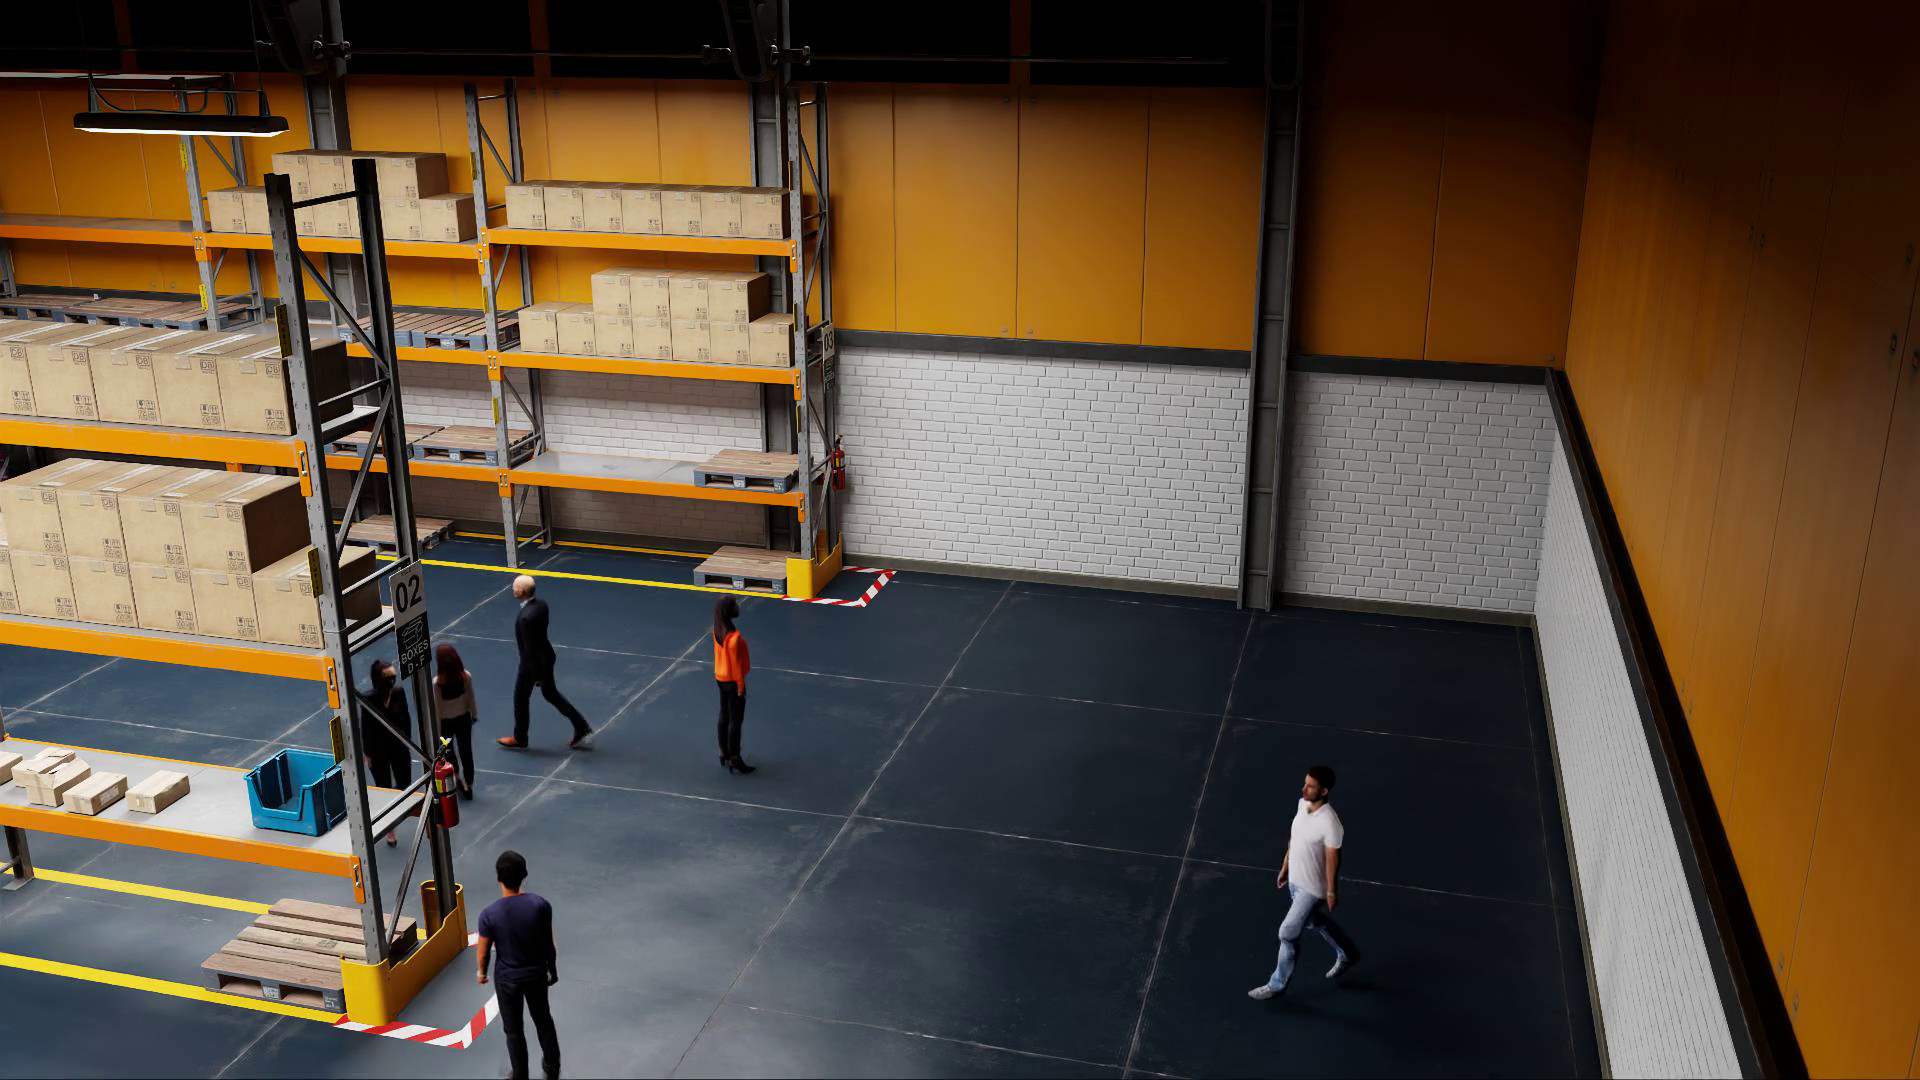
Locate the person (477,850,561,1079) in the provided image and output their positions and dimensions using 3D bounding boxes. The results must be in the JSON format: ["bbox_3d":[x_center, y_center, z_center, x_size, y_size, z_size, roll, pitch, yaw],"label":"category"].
[{"bbox_3d":[-2.894,2.884,10.934,0.757,1.785,0.815,-11,21,-29],"label":"person"}]

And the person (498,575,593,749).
[{"bbox_3d":[-3.988,1.187,15.974,1.166,1.785,0.712,3,19,10],"label":"person"}]

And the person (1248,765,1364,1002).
[{"bbox_3d":[2.614,2.470,12.090,1.283,1.832,1.021,-3,19,-9],"label":"person"}]

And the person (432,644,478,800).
[{"bbox_3d":[-4.537,1.669,15.035,0.710,1.470,0.761,-13,22,-33],"label":"person"}]

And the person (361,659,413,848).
[{"bbox_3d":[-4.938,1.804,14.275,0.795,1.699,0.858,-12,22,-31],"label":"person"}]

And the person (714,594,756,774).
[{"bbox_3d":[-2.152,1.331,15.604,0.758,1.749,0.703,-10,21,-27],"label":"person"}]
